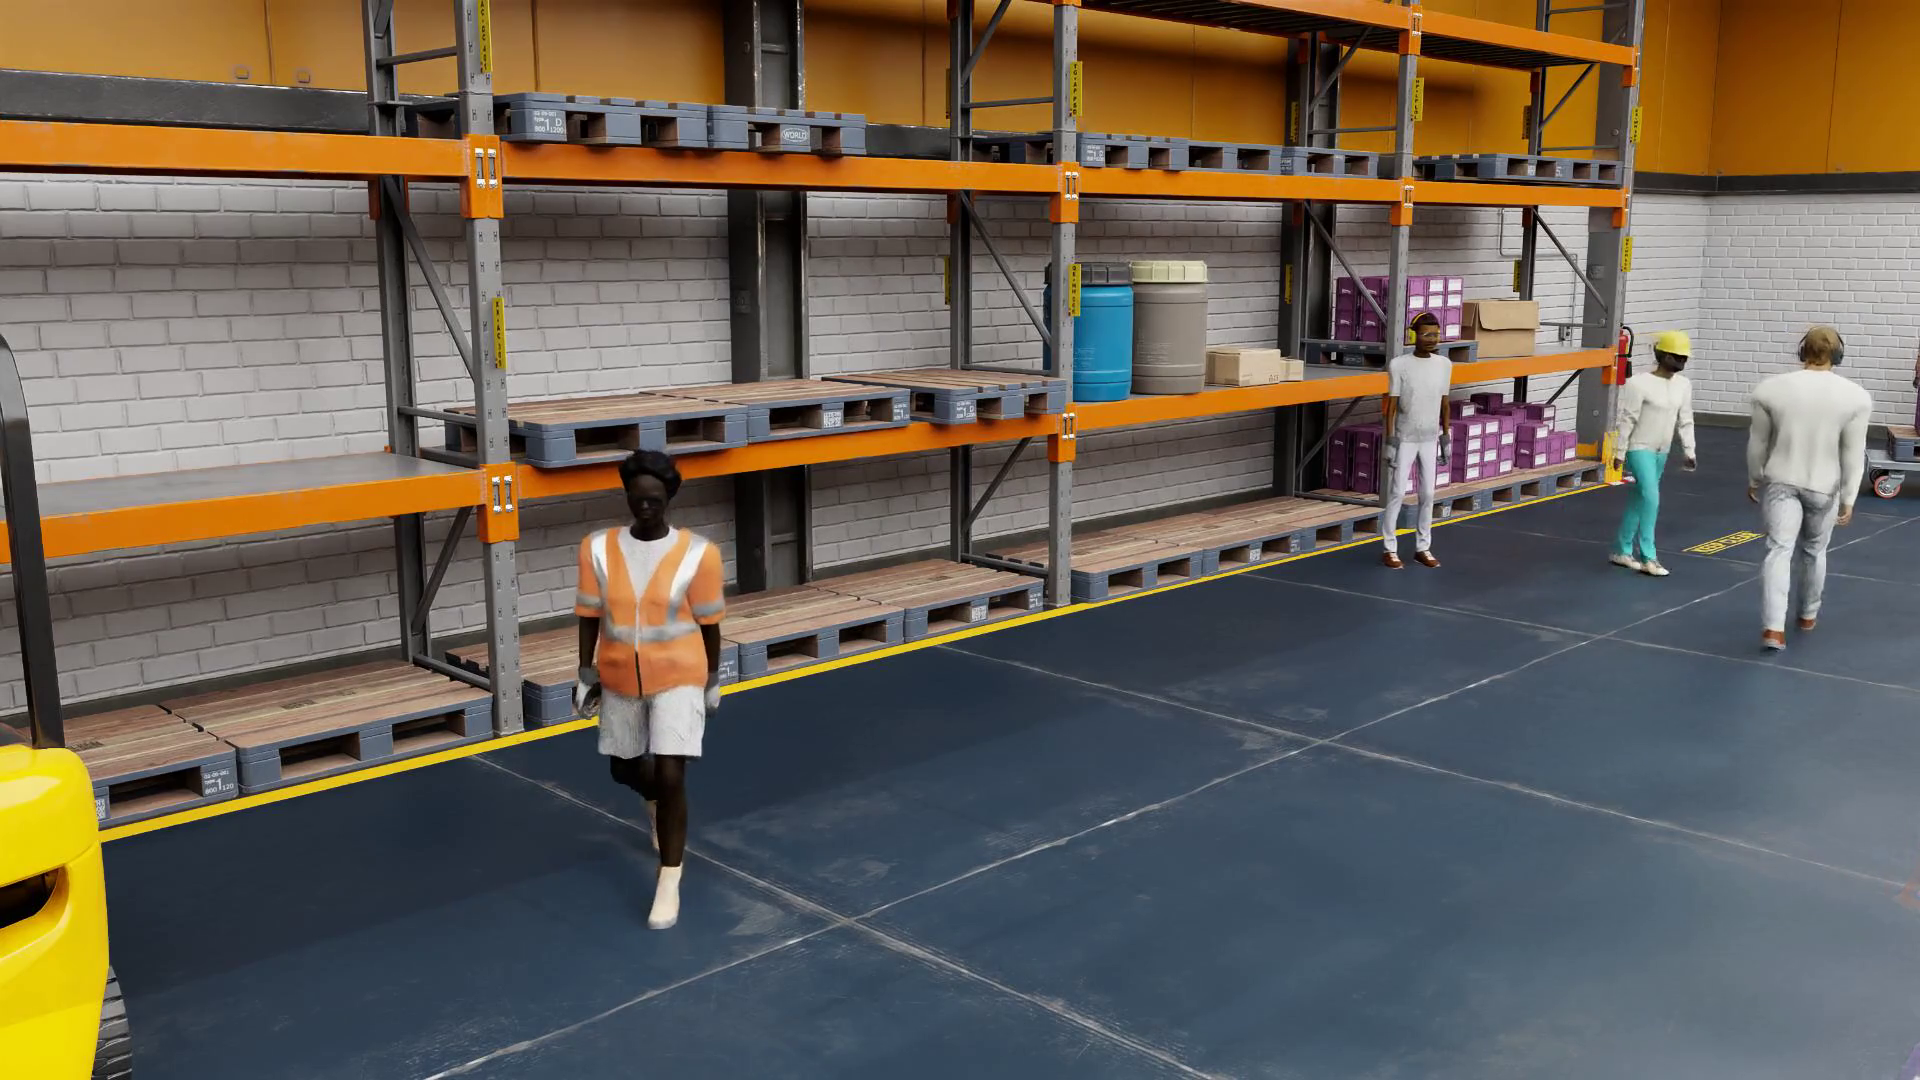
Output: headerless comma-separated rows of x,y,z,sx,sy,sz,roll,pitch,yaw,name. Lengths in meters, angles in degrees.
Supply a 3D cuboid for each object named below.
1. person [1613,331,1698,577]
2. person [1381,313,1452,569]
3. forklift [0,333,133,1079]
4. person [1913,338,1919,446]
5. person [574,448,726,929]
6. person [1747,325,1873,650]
4.966,-0.609,11.791,0.533,1.730,0.730,-5,12,-28,person
3.312,-0.713,12.041,0.512,1.860,0.318,-2,11,-11,person
-3.289,0.485,4.582,1.214,2.155,2.313,-10,14,-44,forklift
10.959,-1.812,18.626,0.525,1.636,0.307,1,10,4,person
-1.097,0.483,6.022,0.535,1.667,0.726,1,10,7,person
4.961,-0.315,9.784,0.631,1.894,1.020,5,12,26,person
